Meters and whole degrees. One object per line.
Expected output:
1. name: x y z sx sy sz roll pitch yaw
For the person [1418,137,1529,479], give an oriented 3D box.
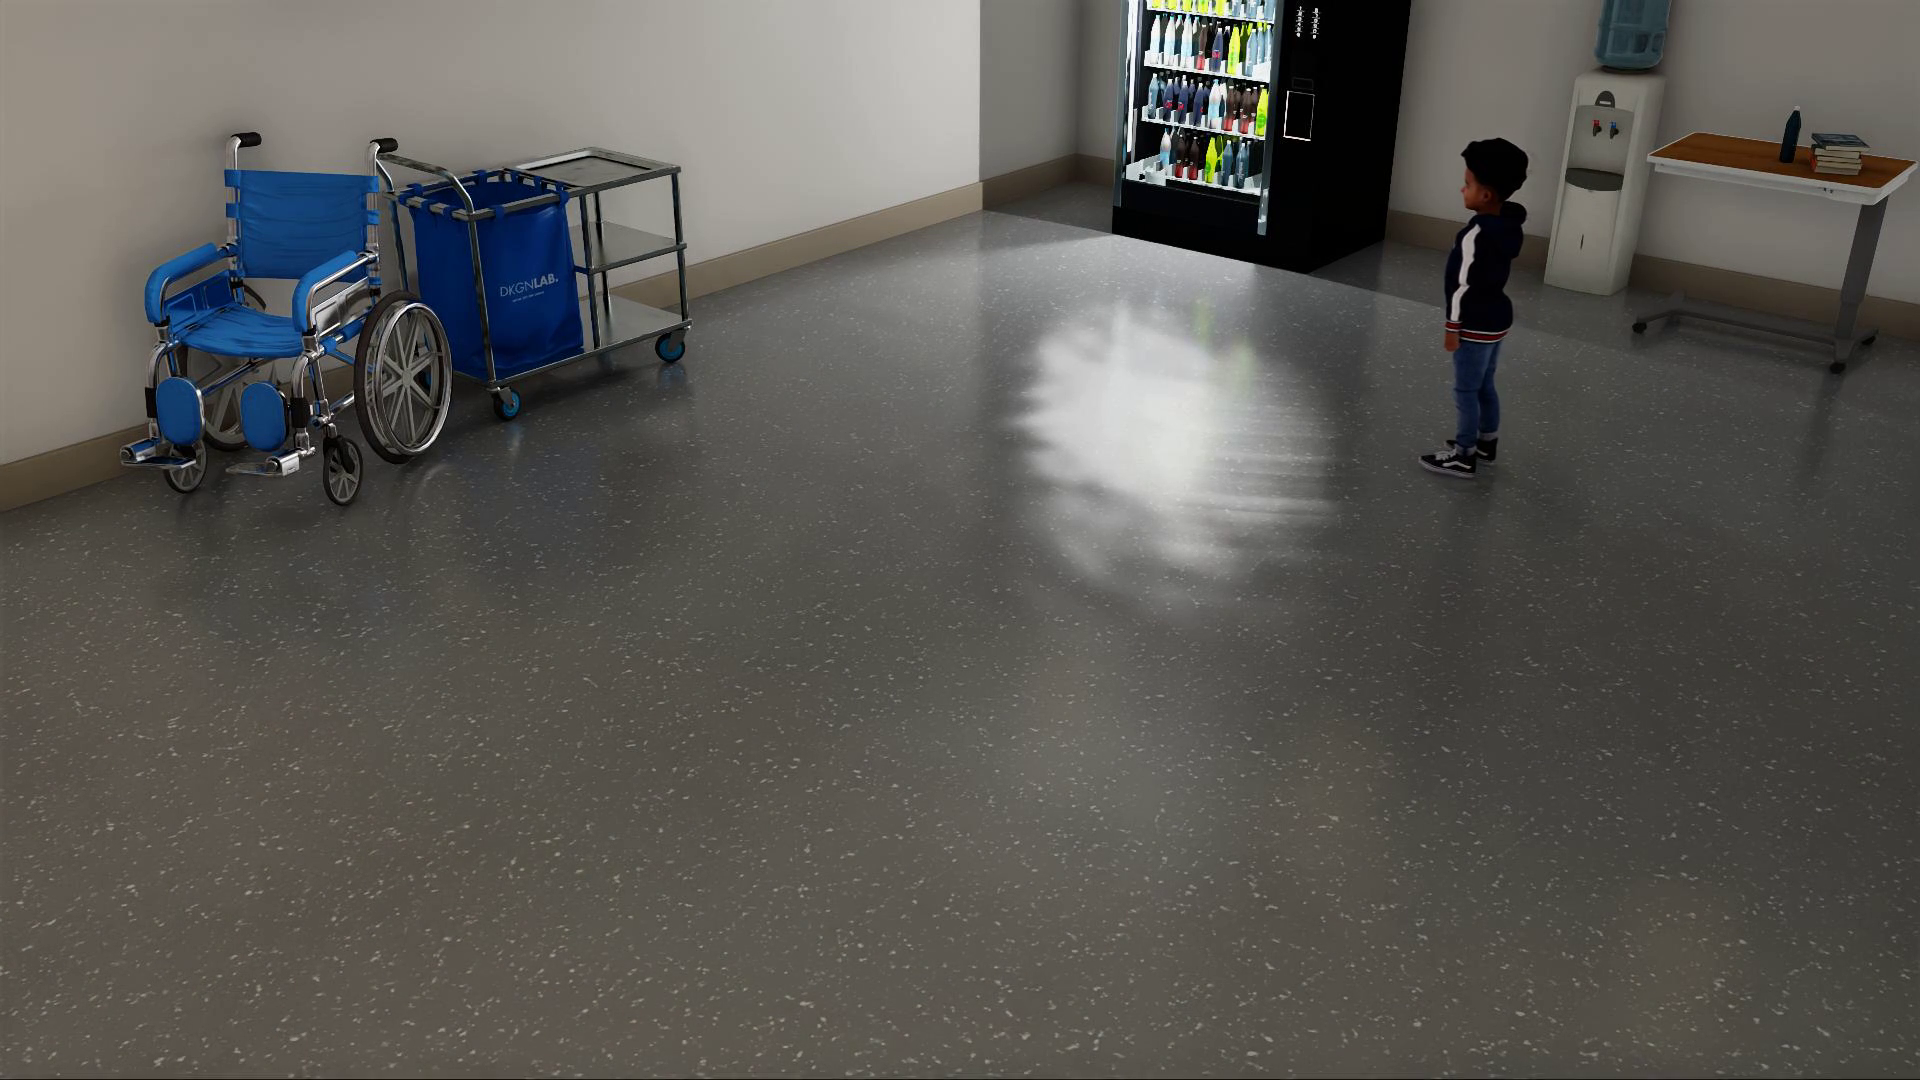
1. person: 1.869 -0.824 5.964 0.448 1.219 0.512 20 32 35
